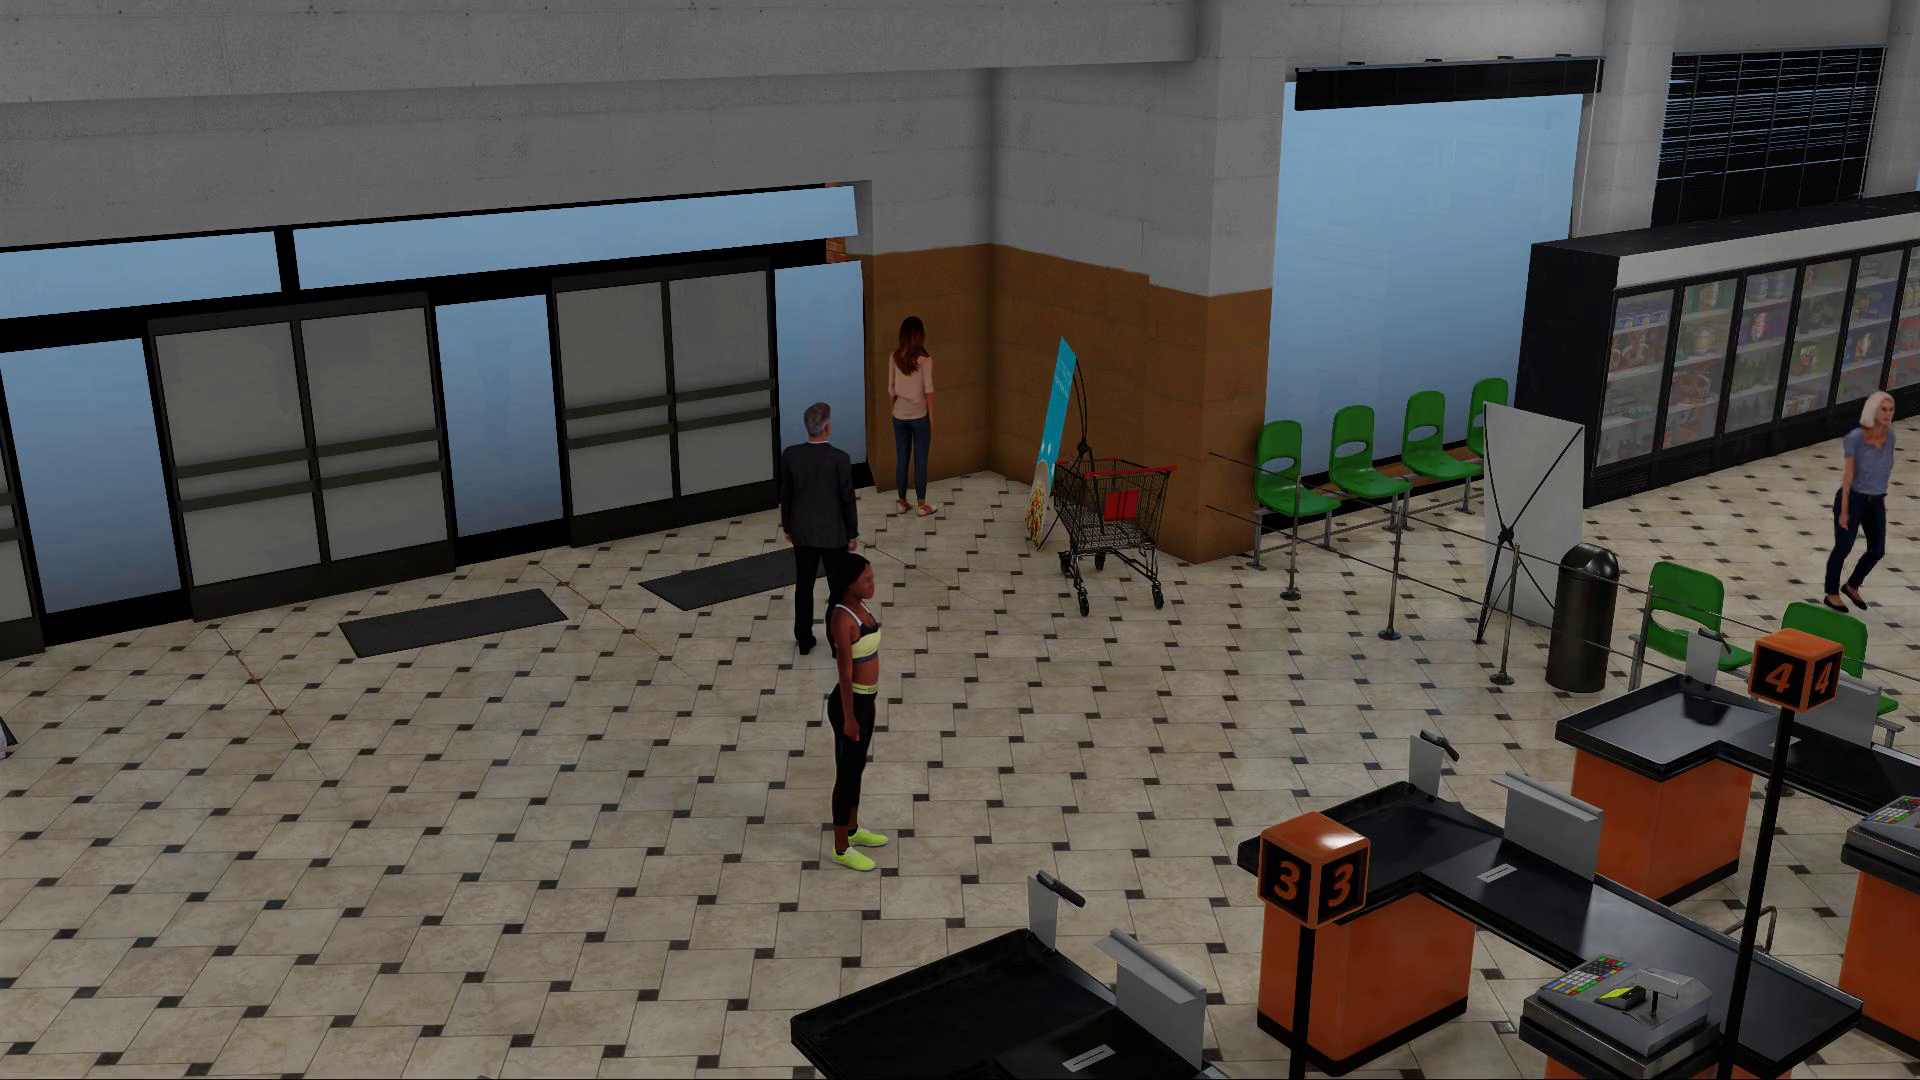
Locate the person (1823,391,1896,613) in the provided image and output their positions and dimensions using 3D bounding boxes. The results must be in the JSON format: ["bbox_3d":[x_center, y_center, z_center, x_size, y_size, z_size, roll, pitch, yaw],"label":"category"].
[{"bbox_3d":[6.724,-0.298,12.550,0.682,1.709,0.708,-2,19,-7],"label":"person"}]

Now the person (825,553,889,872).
[{"bbox_3d":[-0.582,0.900,8.927,0.697,1.755,0.641,4,19,11],"label":"person"}]

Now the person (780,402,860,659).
[{"bbox_3d":[-0.979,-0.074,11.681,0.777,1.841,0.868,5,19,15],"label":"person"}]

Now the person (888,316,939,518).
[{"bbox_3d":[-0.436,-1.101,14.803,0.613,1.792,0.727,9,21,25],"label":"person"}]
